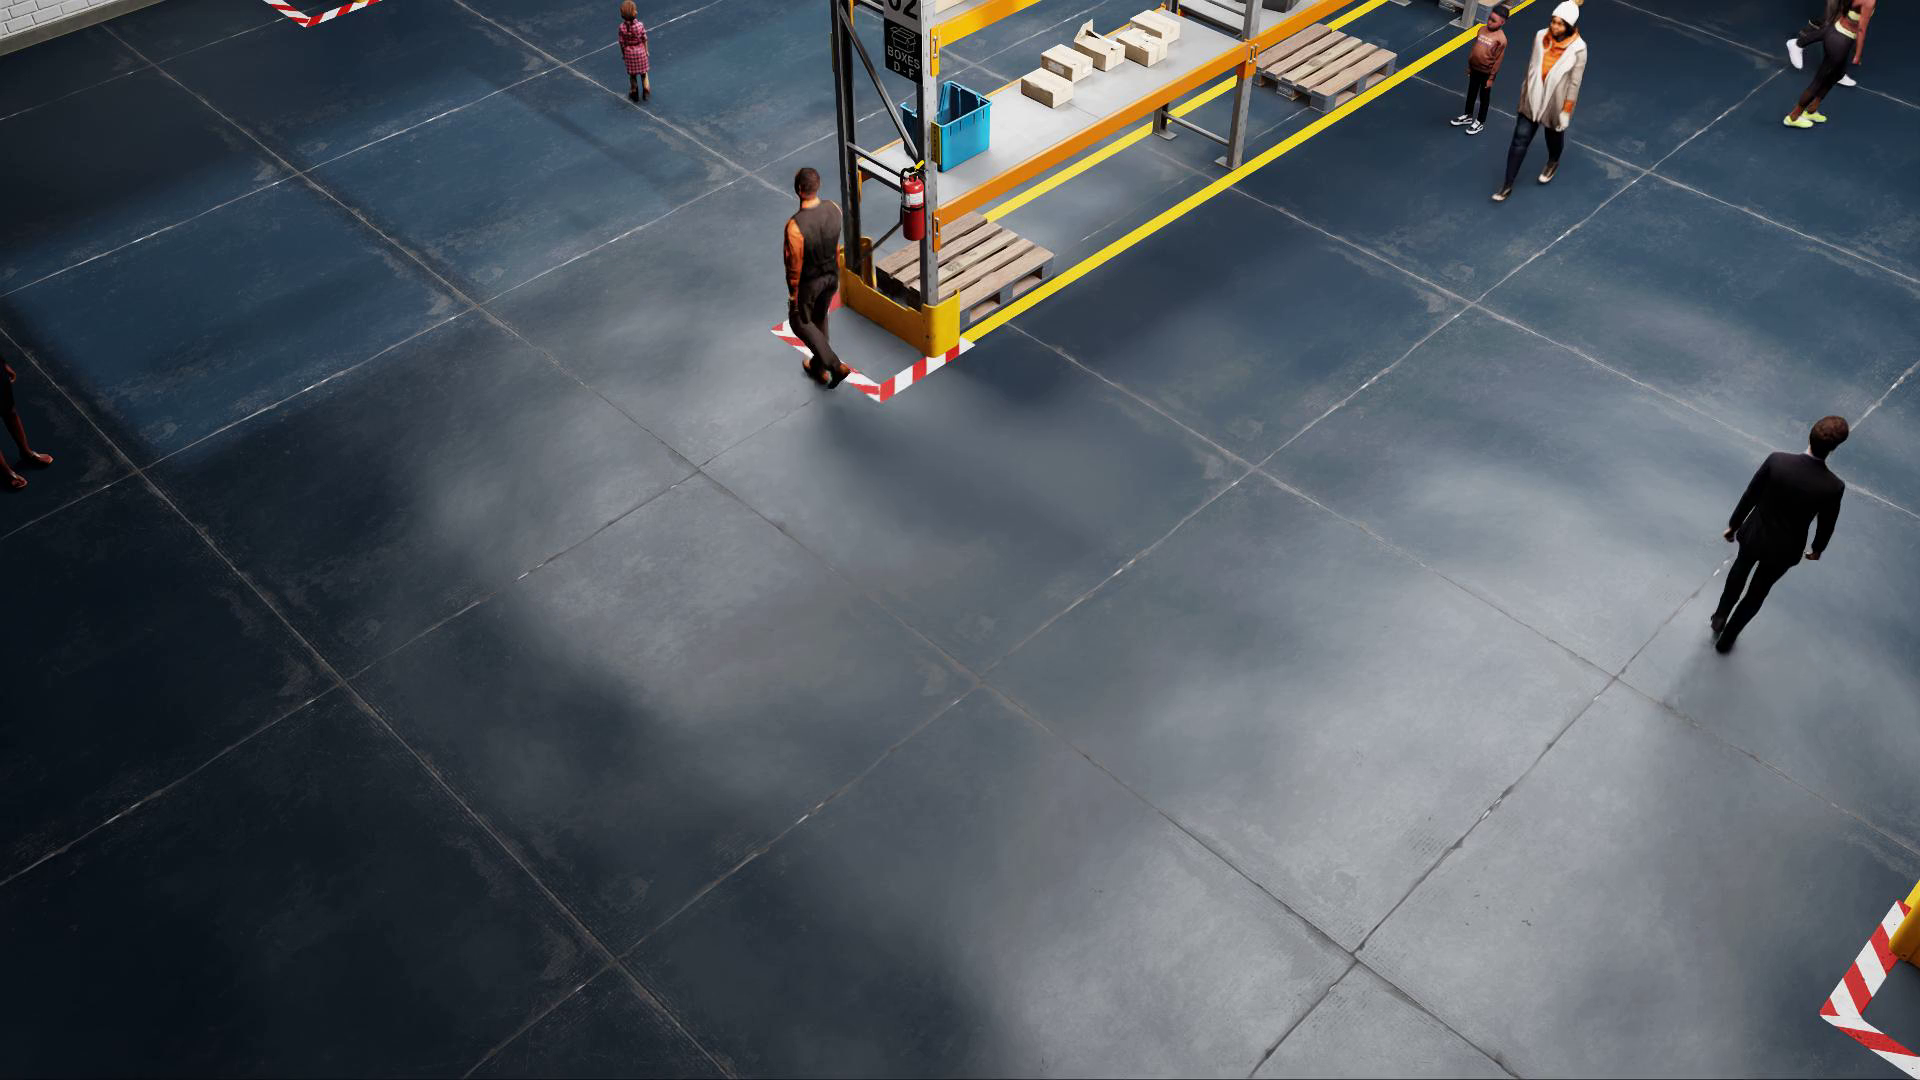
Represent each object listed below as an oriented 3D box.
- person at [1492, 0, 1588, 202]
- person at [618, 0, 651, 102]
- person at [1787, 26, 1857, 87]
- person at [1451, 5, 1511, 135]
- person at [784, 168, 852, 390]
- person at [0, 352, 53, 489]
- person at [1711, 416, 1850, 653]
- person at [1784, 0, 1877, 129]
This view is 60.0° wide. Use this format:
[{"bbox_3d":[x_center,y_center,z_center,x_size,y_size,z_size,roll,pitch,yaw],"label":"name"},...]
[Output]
[{"bbox_3d":[5.307,-3.960,14.828,0.786,1.857,1.170,30,51,27],"label":"person"},{"bbox_3d":[-3.201,-4.804,16.320,0.467,1.022,0.554,-13,45,-14],"label":"person"},{"bbox_3d":[8.775,-5.433,16.343,0.902,1.901,0.760,-30,51,-28],"label":"person"},{"bbox_3d":[4.997,-4.496,15.827,0.541,1.255,0.563,-23,48,-22],"label":"person"},{"bbox_3d":[-1.035,-1.929,12.671,0.846,1.891,0.766,-35,53,-31],"label":"person"},{"bbox_3d":[-7.044,-1.158,11.986,0.737,1.720,0.584,14,45,14],"label":"person"},{"bbox_3d":[5.163,0.035,10.624,0.753,1.872,0.667,28,50,26],"label":"person"},{"bbox_3d":[8.156,-4.632,15.633,0.814,1.720,0.753,2,44,2],"label":"person"}]
